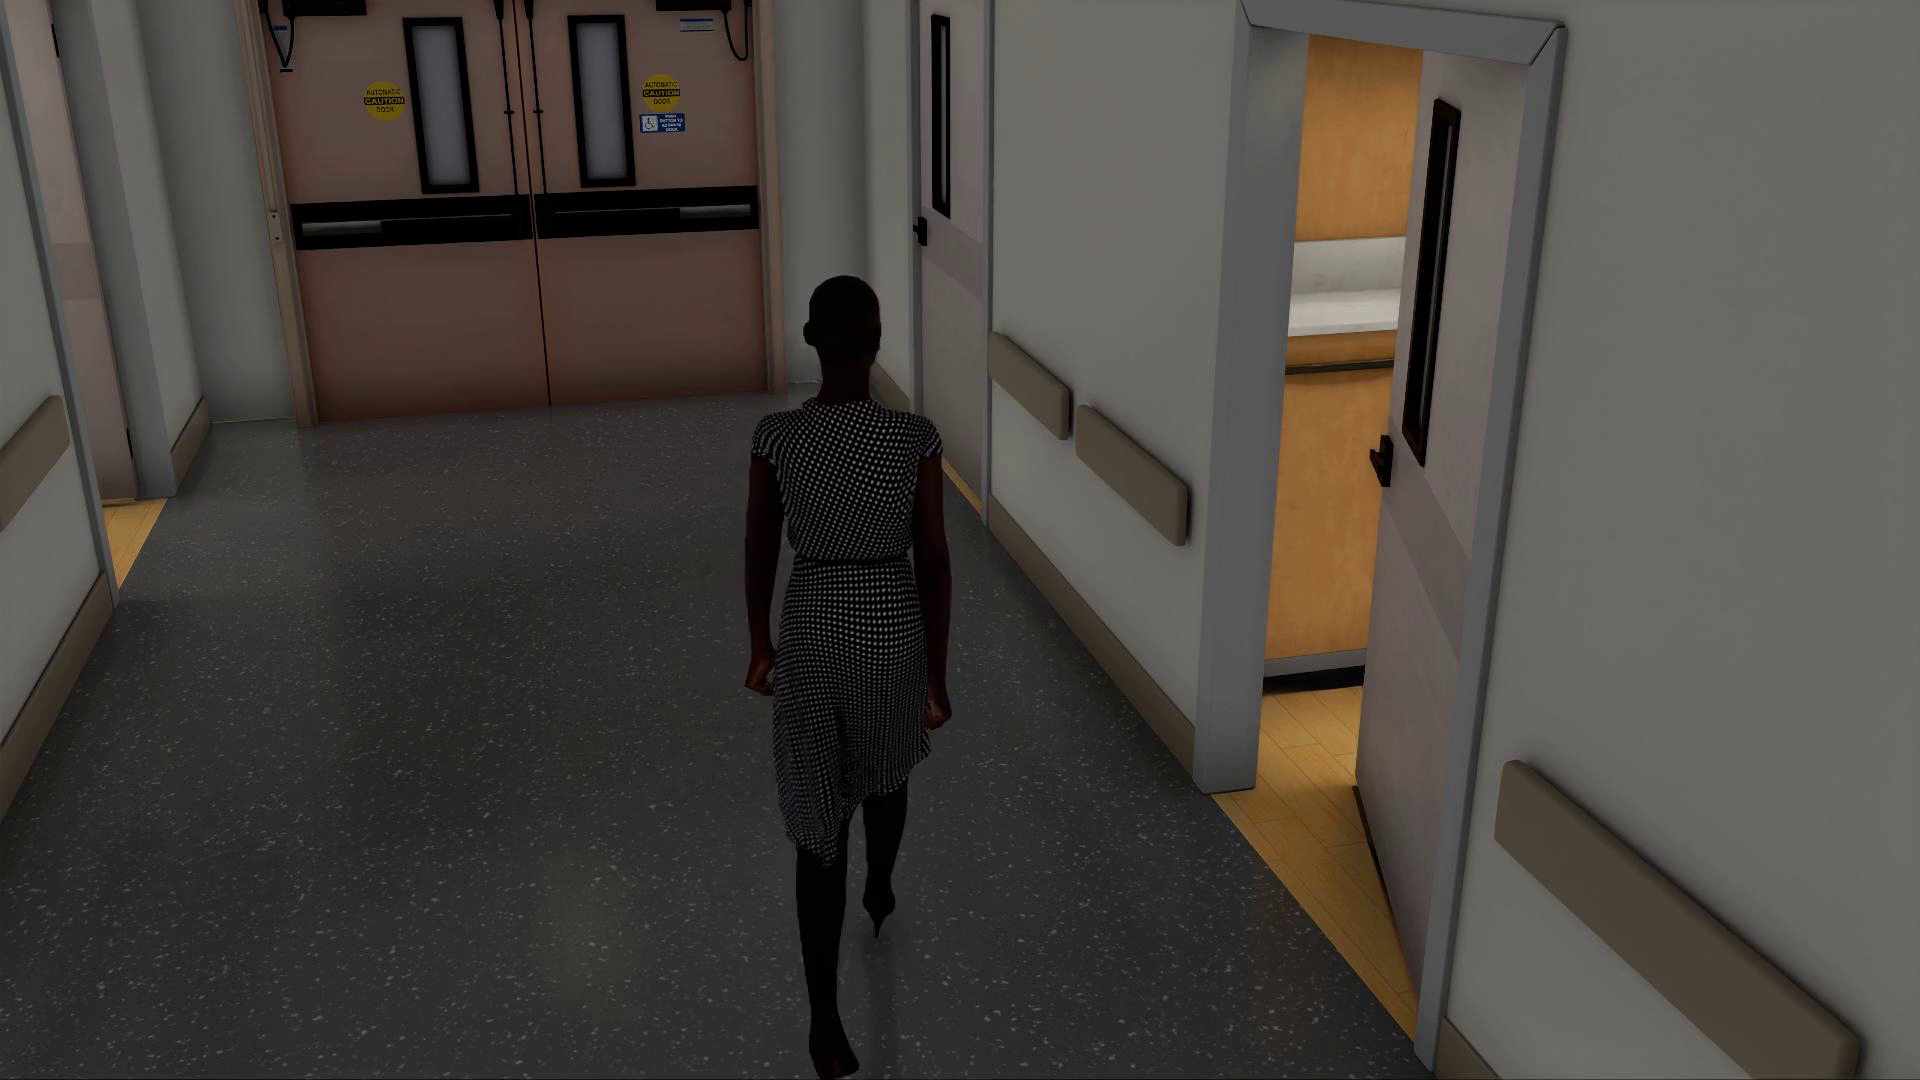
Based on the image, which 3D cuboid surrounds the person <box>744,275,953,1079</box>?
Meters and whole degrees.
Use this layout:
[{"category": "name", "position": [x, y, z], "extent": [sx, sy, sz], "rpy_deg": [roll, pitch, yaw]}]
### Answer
[{"category": "person", "position": [-0.257, 0.350, 3.648], "extent": [0.862, 1.744, 1.225], "rpy_deg": [1, 21, 2]}]
